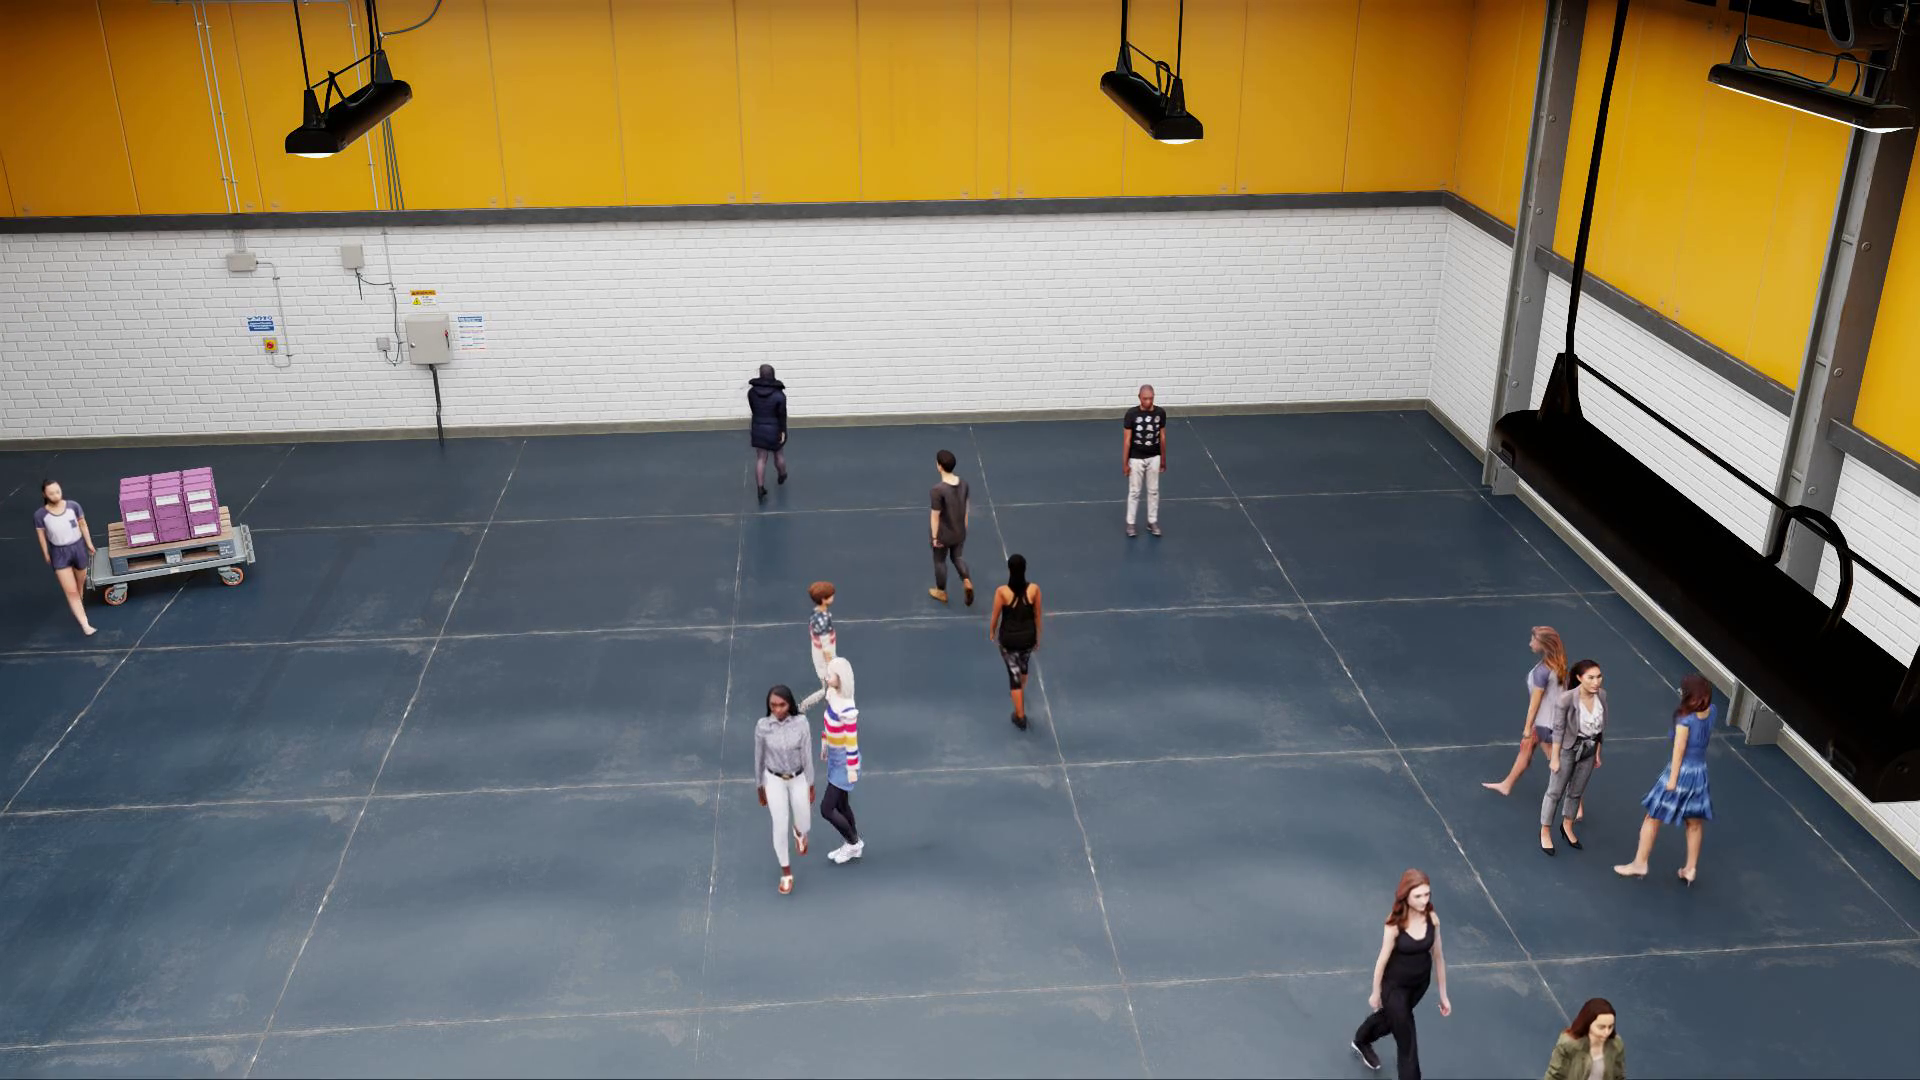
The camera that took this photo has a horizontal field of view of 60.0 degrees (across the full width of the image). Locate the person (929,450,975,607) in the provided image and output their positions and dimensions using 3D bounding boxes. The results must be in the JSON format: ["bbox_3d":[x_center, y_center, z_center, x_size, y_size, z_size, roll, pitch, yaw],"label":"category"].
[{"bbox_3d":[-0.070,-0.096,17.212,0.843,1.700,0.992,-14,27,-29],"label":"person"}]

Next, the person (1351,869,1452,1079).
[{"bbox_3d":[2.775,2.797,10.596,0.881,1.698,1.222,-11,26,-24],"label":"person"}]

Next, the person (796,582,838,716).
[{"bbox_3d":[-1.265,1.050,14.929,0.675,1.429,0.803,-7,24,-15],"label":"person"}]

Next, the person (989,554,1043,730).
[{"bbox_3d":[0.532,0.923,14.955,0.665,1.641,0.976,-5,24,-12],"label":"person"}]

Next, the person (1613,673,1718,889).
[{"bbox_3d":[5.523,1.854,12.632,0.884,1.796,0.941,-13,27,-27],"label":"person"}]

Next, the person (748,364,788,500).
[{"bbox_3d":[-2.336,-1.298,20.043,0.865,1.634,1.132,5,24,12],"label":"person"}]

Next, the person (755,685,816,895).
[{"bbox_3d":[-1.320,1.847,12.753,0.622,1.711,0.836,-1,24,-1],"label":"person"}]

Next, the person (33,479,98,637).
[{"bbox_3d":[-9.007,0.153,16.758,1.096,1.606,1.013,20,30,38],"label":"person"}]

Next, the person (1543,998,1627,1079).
[{"bbox_3d":[3.642,3.269,9.841,0.582,1.437,0.994,-2,24,-4],"label":"person"}]

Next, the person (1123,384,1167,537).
[{"bbox_3d":[2.104,-0.930,18.992,0.668,1.801,0.620,-4,24,-8],"label":"person"}]

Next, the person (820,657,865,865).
[{"bbox_3d":[-0.836,1.718,12.940,0.781,1.798,0.627,-8,25,-18],"label":"person"}]

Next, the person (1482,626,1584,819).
[{"bbox_3d":[4.886,1.515,13.578,1.125,1.659,1.105,19,30,37],"label":"person"}]

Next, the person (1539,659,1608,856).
[{"bbox_3d":[4.851,1.694,13.144,0.664,1.679,0.654,-7,25,-15],"label":"person"}]
